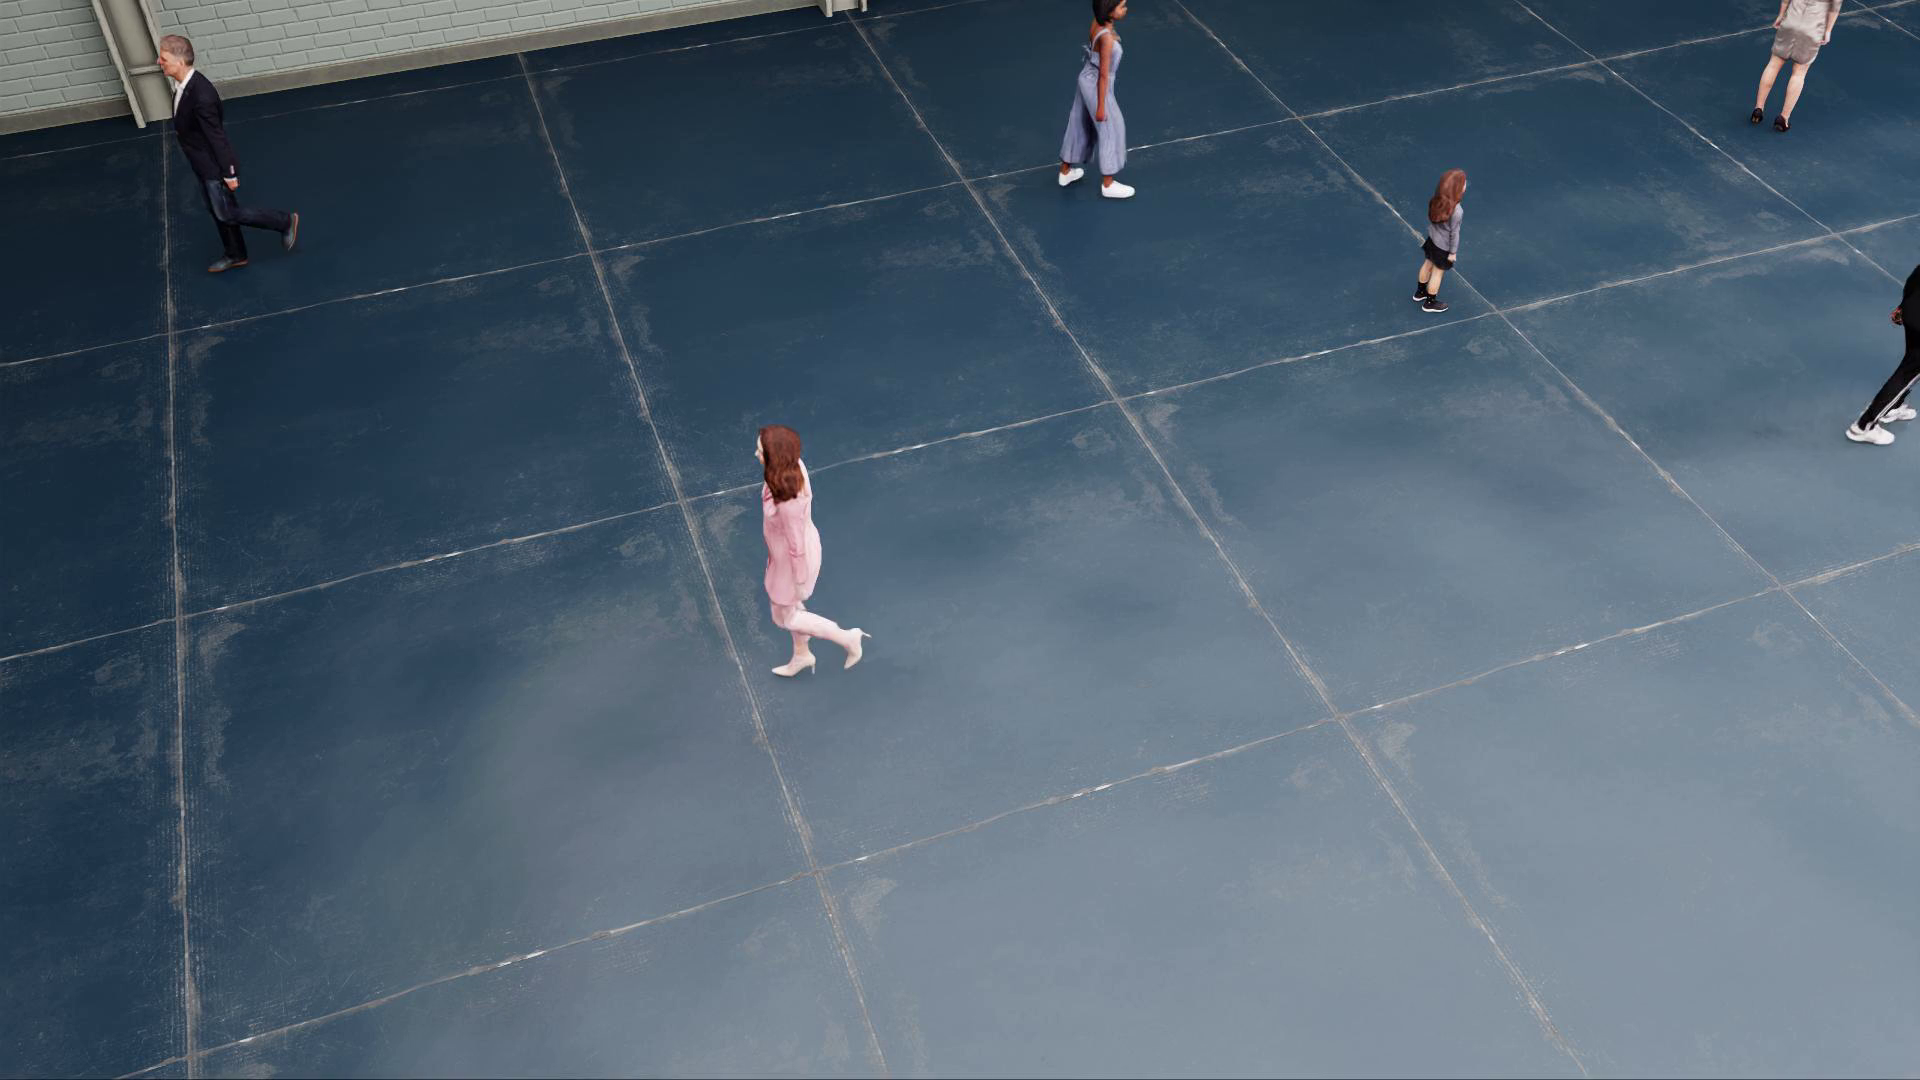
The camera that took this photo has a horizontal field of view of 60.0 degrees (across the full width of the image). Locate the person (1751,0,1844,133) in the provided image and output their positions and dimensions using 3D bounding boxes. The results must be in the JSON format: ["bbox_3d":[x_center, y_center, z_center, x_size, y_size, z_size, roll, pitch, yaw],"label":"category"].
[{"bbox_3d":[6.761,-4.115,13.343,0.672,1.745,0.652,34,53,31],"label":"person"}]

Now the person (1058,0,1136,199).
[{"bbox_3d":[0.989,-3.402,12.629,0.858,1.676,0.700,-8,44,-8],"label":"person"}]

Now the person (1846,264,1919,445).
[{"bbox_3d":[5.947,-1.355,10.337,0.869,1.813,0.790,-4,43,-4],"label":"person"}]

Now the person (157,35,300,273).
[{"bbox_3d":[-5.247,-2.744,11.835,1.015,1.799,0.805,-23,48,-23],"label":"person"}]

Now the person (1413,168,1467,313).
[{"bbox_3d":[3.384,-2.122,11.678,0.470,1.104,0.489,-9,44,-10],"label":"person"}]

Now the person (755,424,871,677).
[{"bbox_3d":[-0.792,0.092,8.804,0.866,1.790,0.727,-4,43,-4],"label":"person"}]
